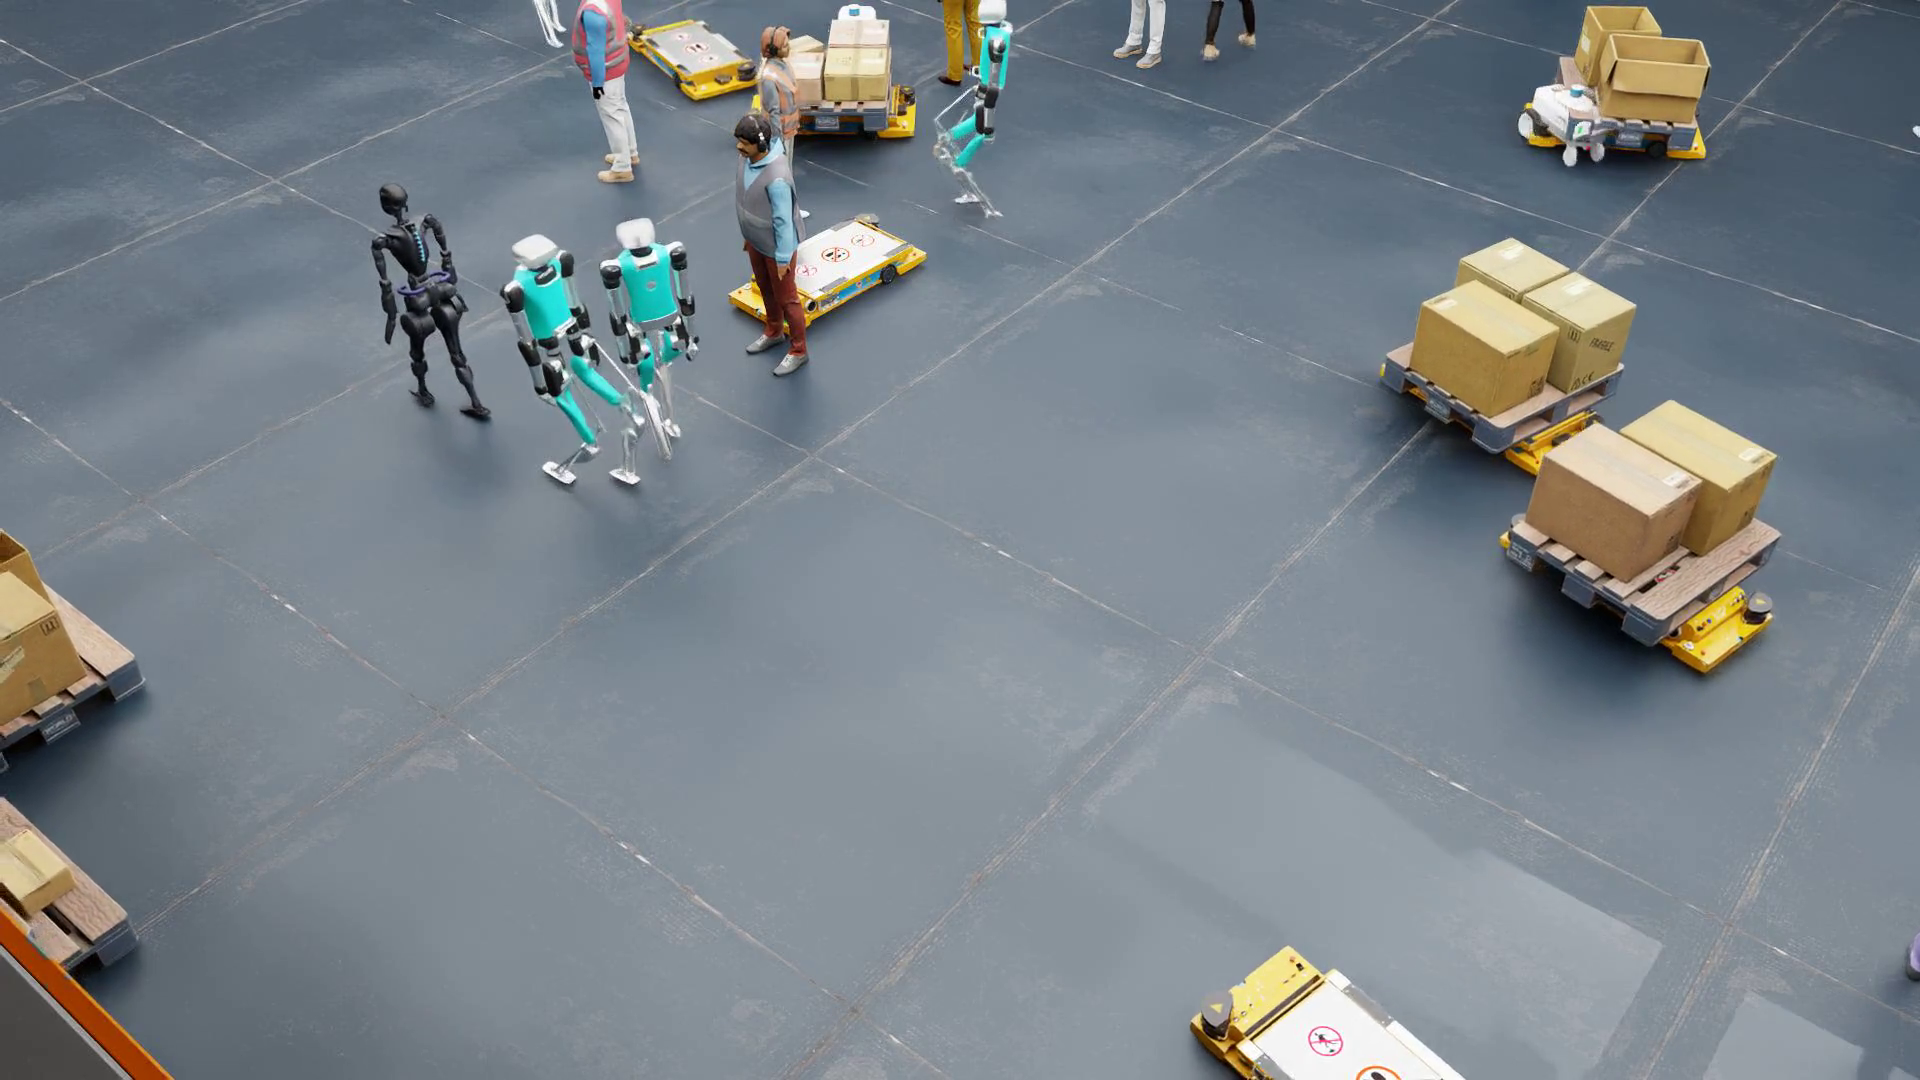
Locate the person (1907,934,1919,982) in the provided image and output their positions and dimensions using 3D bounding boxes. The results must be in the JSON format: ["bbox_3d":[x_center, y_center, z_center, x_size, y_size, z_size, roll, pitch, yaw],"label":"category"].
[{"bbox_3d":[4.635,1.385,7.234,0.569,1.840,0.373,30,49,31],"label":"person"}]

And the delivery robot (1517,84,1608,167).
[{"bbox_3d":[5.130,-3.547,14.044,0.499,0.613,0.811,-12,42,-14],"label":"delivery robot"}]

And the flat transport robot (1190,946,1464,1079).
[{"bbox_3d":[1.746,2.397,7.258,0.659,0.231,1.431,-28,48,-29],"label":"flat transport robot"}]

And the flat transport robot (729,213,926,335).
[{"bbox_3d":[-0.979,-2.005,12.437,0.659,0.231,1.431,31,49,31],"label":"flat transport robot"}]

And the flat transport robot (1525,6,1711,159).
[{"bbox_3d":[5.607,-3.542,14.244,1.431,0.231,0.659,7,41,8],"label":"flat transport robot"}]

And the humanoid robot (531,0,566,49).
[{"bbox_3d":[-3.908,-5.529,15.448,0.541,1.790,0.746,-26,47,-27],"label":"humanoid robot"}]

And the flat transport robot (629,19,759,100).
[{"bbox_3d":[-2.459,-4.456,15.320,0.659,0.231,1.431,-22,45,-24],"label":"flat transport robot"}]

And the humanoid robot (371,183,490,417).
[{"bbox_3d":[-3.485,-1.534,10.810,0.668,1.631,0.600,27,47,28],"label":"humanoid robot"}]

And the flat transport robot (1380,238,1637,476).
[{"bbox_3d":[3.584,-0.945,11.189,0.659,0.231,1.431,-24,46,-26],"label":"flat transport robot"}]

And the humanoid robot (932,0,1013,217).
[{"bbox_3d":[0.029,-3.270,12.798,0.736,1.802,0.557,0,40,0],"label":"humanoid robot"}]

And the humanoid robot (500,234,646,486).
[{"bbox_3d":[-2.276,-0.986,10.120,0.882,1.778,0.560,22,45,24],"label":"humanoid robot"}]

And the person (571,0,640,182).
[{"bbox_3d":[-2.859,-3.772,13.314,0.431,1.836,0.629,0,40,0],"label":"person"}]

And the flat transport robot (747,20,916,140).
[{"bbox_3d":[-1.108,-3.730,14.465,1.431,0.231,0.659,0,40,0],"label":"flat transport robot"}]

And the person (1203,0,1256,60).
[{"bbox_3d":[2.488,-5.219,15.145,0.569,1.655,0.564,1,40,1],"label":"person"}]

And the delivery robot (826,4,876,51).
[{"bbox_3d":[-0.969,-4.597,15.267,0.511,0.597,0.769,2,40,2],"label":"delivery robot"}]

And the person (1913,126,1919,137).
[{"bbox_3d":[8.356,-4.119,13.792,0.510,1.728,0.357,0,40,0],"label":"person"}]

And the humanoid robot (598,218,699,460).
[{"bbox_3d":[-1.979,-1.315,10.525,0.565,1.809,0.748,-17,43,-19],"label":"humanoid robot"}]

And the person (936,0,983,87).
[{"bbox_3d":[-0.002,-4.918,14.725,0.351,1.745,0.530,31,49,31],"label":"person"}]

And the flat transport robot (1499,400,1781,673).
[{"bbox_3d":[3.986,0.200,9.843,0.659,0.231,1.431,-27,47,-28],"label":"flat transport robot"}]

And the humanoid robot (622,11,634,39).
[{"bbox_3d":[-3.182,-5.371,15.338,0.719,1.883,0.552,-24,46,-25],"label":"humanoid robot"}]

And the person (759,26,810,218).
[{"bbox_3d":[-1.360,-3.123,12.691,0.306,1.640,0.513,3,40,4],"label":"person"}]

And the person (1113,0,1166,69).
[{"bbox_3d":[1.690,-5.210,14.962,0.356,1.882,0.573,-27,47,-28],"label":"person"}]

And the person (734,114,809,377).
[{"bbox_3d":[-1.264,-2.003,11.202,0.417,1.870,0.535,-26,47,-27],"label":"person"}]
